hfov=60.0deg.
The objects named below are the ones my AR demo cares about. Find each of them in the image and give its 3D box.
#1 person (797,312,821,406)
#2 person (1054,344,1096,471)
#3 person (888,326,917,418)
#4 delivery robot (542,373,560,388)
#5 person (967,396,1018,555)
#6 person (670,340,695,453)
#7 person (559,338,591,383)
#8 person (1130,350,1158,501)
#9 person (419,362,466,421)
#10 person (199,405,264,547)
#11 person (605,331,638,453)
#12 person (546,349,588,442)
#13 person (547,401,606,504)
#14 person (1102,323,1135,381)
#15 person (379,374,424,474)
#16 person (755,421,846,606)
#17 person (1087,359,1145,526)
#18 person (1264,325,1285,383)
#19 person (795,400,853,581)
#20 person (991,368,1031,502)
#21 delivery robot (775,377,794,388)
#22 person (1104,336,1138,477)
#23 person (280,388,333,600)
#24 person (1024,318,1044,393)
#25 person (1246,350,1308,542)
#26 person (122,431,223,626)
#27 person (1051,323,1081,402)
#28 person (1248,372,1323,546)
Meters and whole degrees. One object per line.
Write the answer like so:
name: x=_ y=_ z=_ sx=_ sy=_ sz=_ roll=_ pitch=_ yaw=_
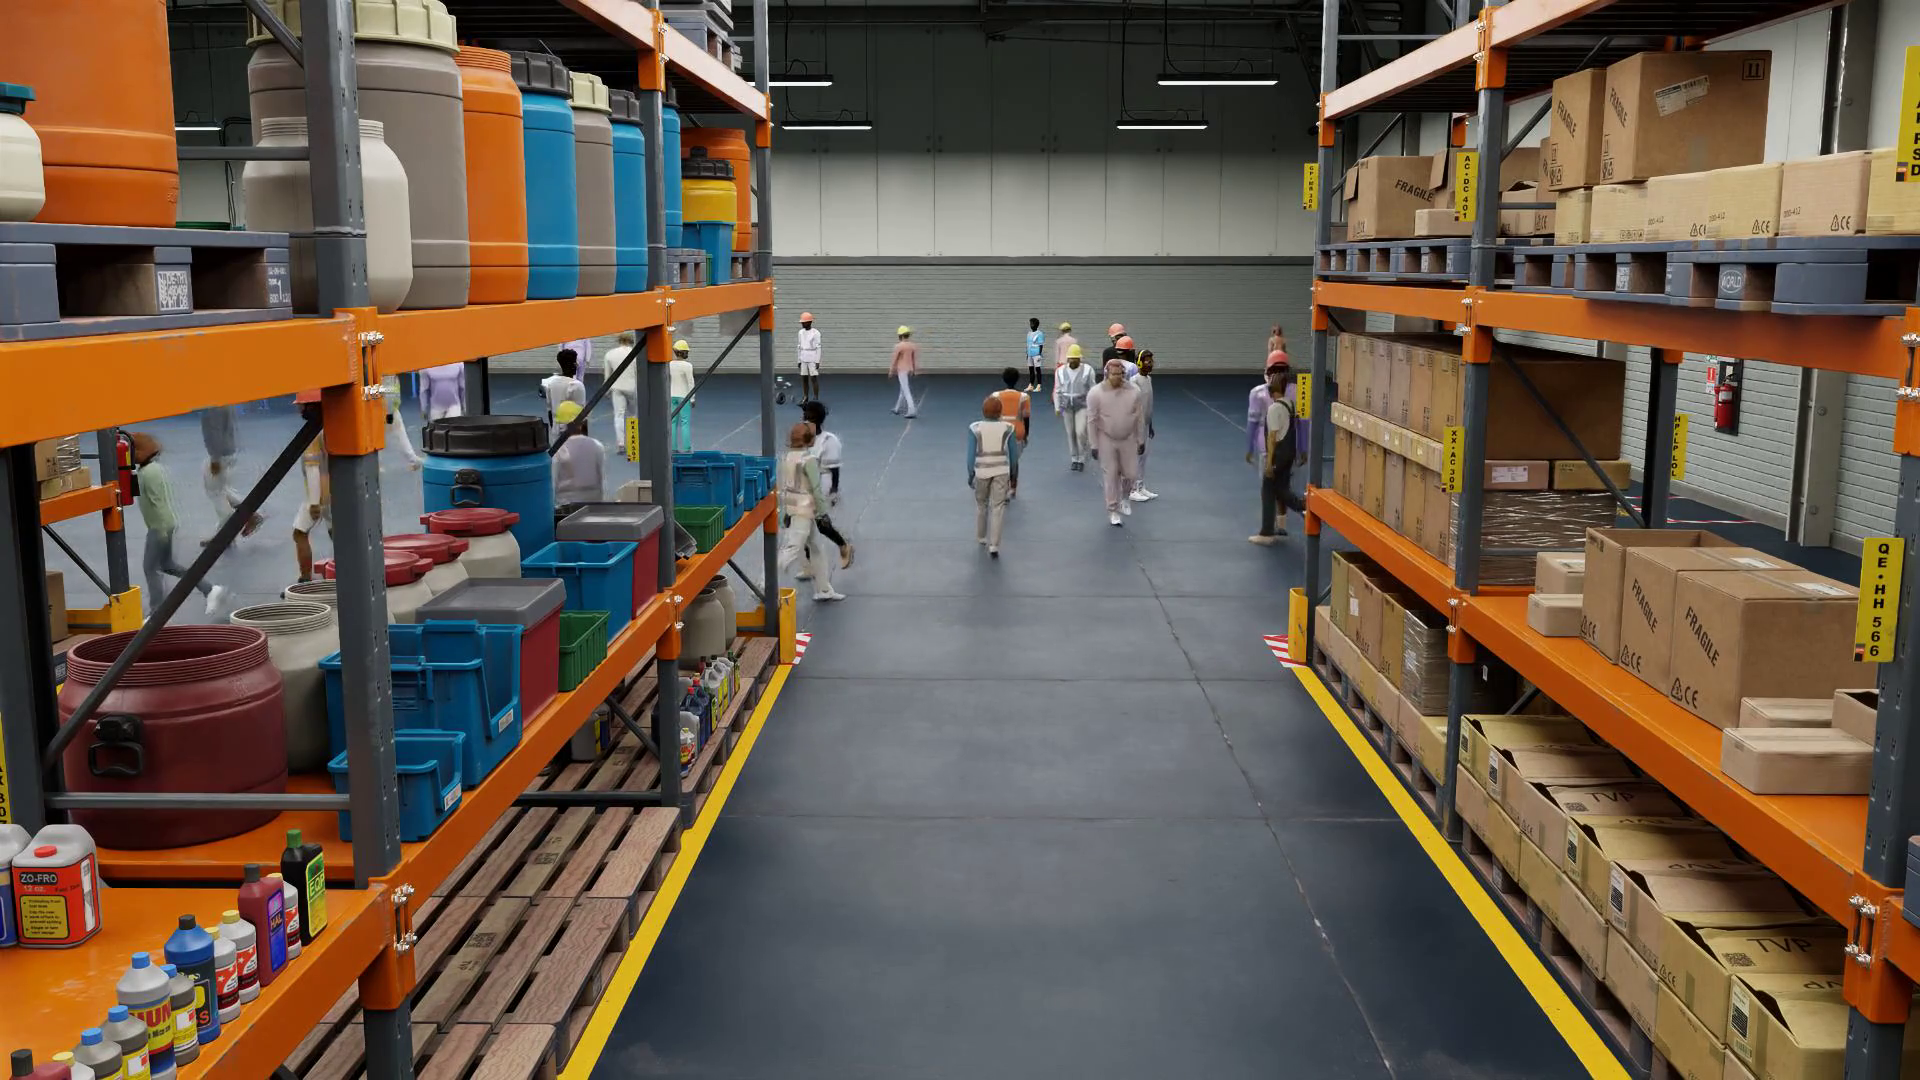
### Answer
person: x=-3.109 y=-3.693 z=34.081 sx=0.548 sy=1.934 sz=0.374 roll=6 pitch=11 yaw=34
person: x=1.617 y=-1.875 z=23.637 sx=0.600 sy=1.796 sz=0.711 roll=3 pitch=10 yaw=19
person: x=-1.135 y=-3.208 z=31.776 sx=0.868 sy=1.726 sz=0.543 roll=9 pitch=13 yaw=43
delivery robot: x=-8.833 y=-3.413 z=36.375 sx=0.707 sy=0.478 sz=0.477 roll=9 pitch=13 yaw=42
person: x=0.333 y=-0.674 z=17.010 sx=0.534 sy=1.585 sz=0.874 roll=0 pitch=9 yaw=-2
person: x=-4.266 y=-2.168 z=25.466 sx=0.524 sy=1.764 sz=0.329 roll=6 pitch=11 yaw=32
person: x=-8.183 y=-3.866 z=35.360 sx=0.644 sy=1.866 sz=0.984 roll=-4 pitch=10 yaw=-20
person: x=2.287 y=-1.436 z=20.757 sx=0.328 sy=1.872 sz=0.515 roll=5 pitch=11 yaw=28
person: x=-7.122 y=-1.833 z=23.007 sx=0.640 sy=1.923 sz=0.670 roll=-3 pitch=10 yaw=-15
person: x=-7.657 y=-0.884 z=17.308 sx=0.526 sy=1.925 sz=0.630 roll=-4 pitch=10 yaw=-21
person: x=-5.241 y=-2.330 z=26.072 sx=0.641 sy=1.889 sz=1.021 roll=-1 pitch=9 yaw=-4
person: x=-4.505 y=-1.230 z=19.232 sx=0.608 sy=1.966 sz=0.365 roll=6 pitch=11 yaw=34
person: x=-3.200 y=-0.261 z=13.916 sx=0.775 sy=1.808 sz=0.599 roll=7 pitch=12 yaw=37
person: x=2.481 y=-2.404 z=26.180 sx=0.611 sy=1.996 sz=0.375 roll=-6 pitch=11 yaw=-31
person: x=-7.975 y=-1.828 z=23.319 sx=0.657 sy=1.791 sz=0.941 roll=9 pitch=13 yaw=42
person: x=-1.403 y=-0.222 z=14.328 sx=0.849 sy=1.607 sz=0.504 roll=-4 pitch=10 yaw=-21
person: x=1.762 y=-1.112 z=18.818 sx=0.691 sy=1.872 sz=0.549 roll=-1 pitch=10 yaw=-6
person: x=6.741 y=-3.793 z=35.589 sx=0.541 sy=1.624 sz=0.371 roll=-8 pitch=12 yaw=-38
person: x=-1.296 y=-0.471 z=15.562 sx=0.539 sy=1.686 sz=0.489 roll=7 pitch=12 yaw=38
person: x=0.605 y=-1.310 z=20.651 sx=0.540 sy=1.650 sz=0.878 roll=0 pitch=9 yaw=-3
delivery robot: x=-3.799 y=-3.320 z=35.047 sx=0.335 sy=0.223 sz=0.698 roll=6 pitch=12 yaw=34
person: x=2.253 y=-1.840 z=22.974 sx=0.551 sy=1.934 sz=0.373 roll=8 pitch=12 yaw=40
person: x=-5.637 y=-0.403 z=14.435 sx=0.764 sy=1.910 sz=0.580 roll=1 pitch=10 yaw=9
person: x=1.694 y=-4.223 z=37.962 sx=0.318 sy=1.698 sz=0.535 roll=-7 pitch=12 yaw=-38
person: x=3.354 y=-1.001 z=17.687 sx=0.632 sy=2.018 sz=0.657 roll=1 pitch=10 yaw=5
person: x=-6.441 y=-0.103 z=13.574 sx=0.662 sy=1.604 sz=0.515 roll=-5 pitch=11 yaw=-27
person: x=2.168 y=-3.639 z=34.420 sx=0.857 sy=1.710 sz=0.544 roll=-7 pitch=12 yaw=-38
person: x=3.409 y=-0.840 z=17.368 sx=0.678 sy=1.825 sz=0.532 roll=6 pitch=11 yaw=32
